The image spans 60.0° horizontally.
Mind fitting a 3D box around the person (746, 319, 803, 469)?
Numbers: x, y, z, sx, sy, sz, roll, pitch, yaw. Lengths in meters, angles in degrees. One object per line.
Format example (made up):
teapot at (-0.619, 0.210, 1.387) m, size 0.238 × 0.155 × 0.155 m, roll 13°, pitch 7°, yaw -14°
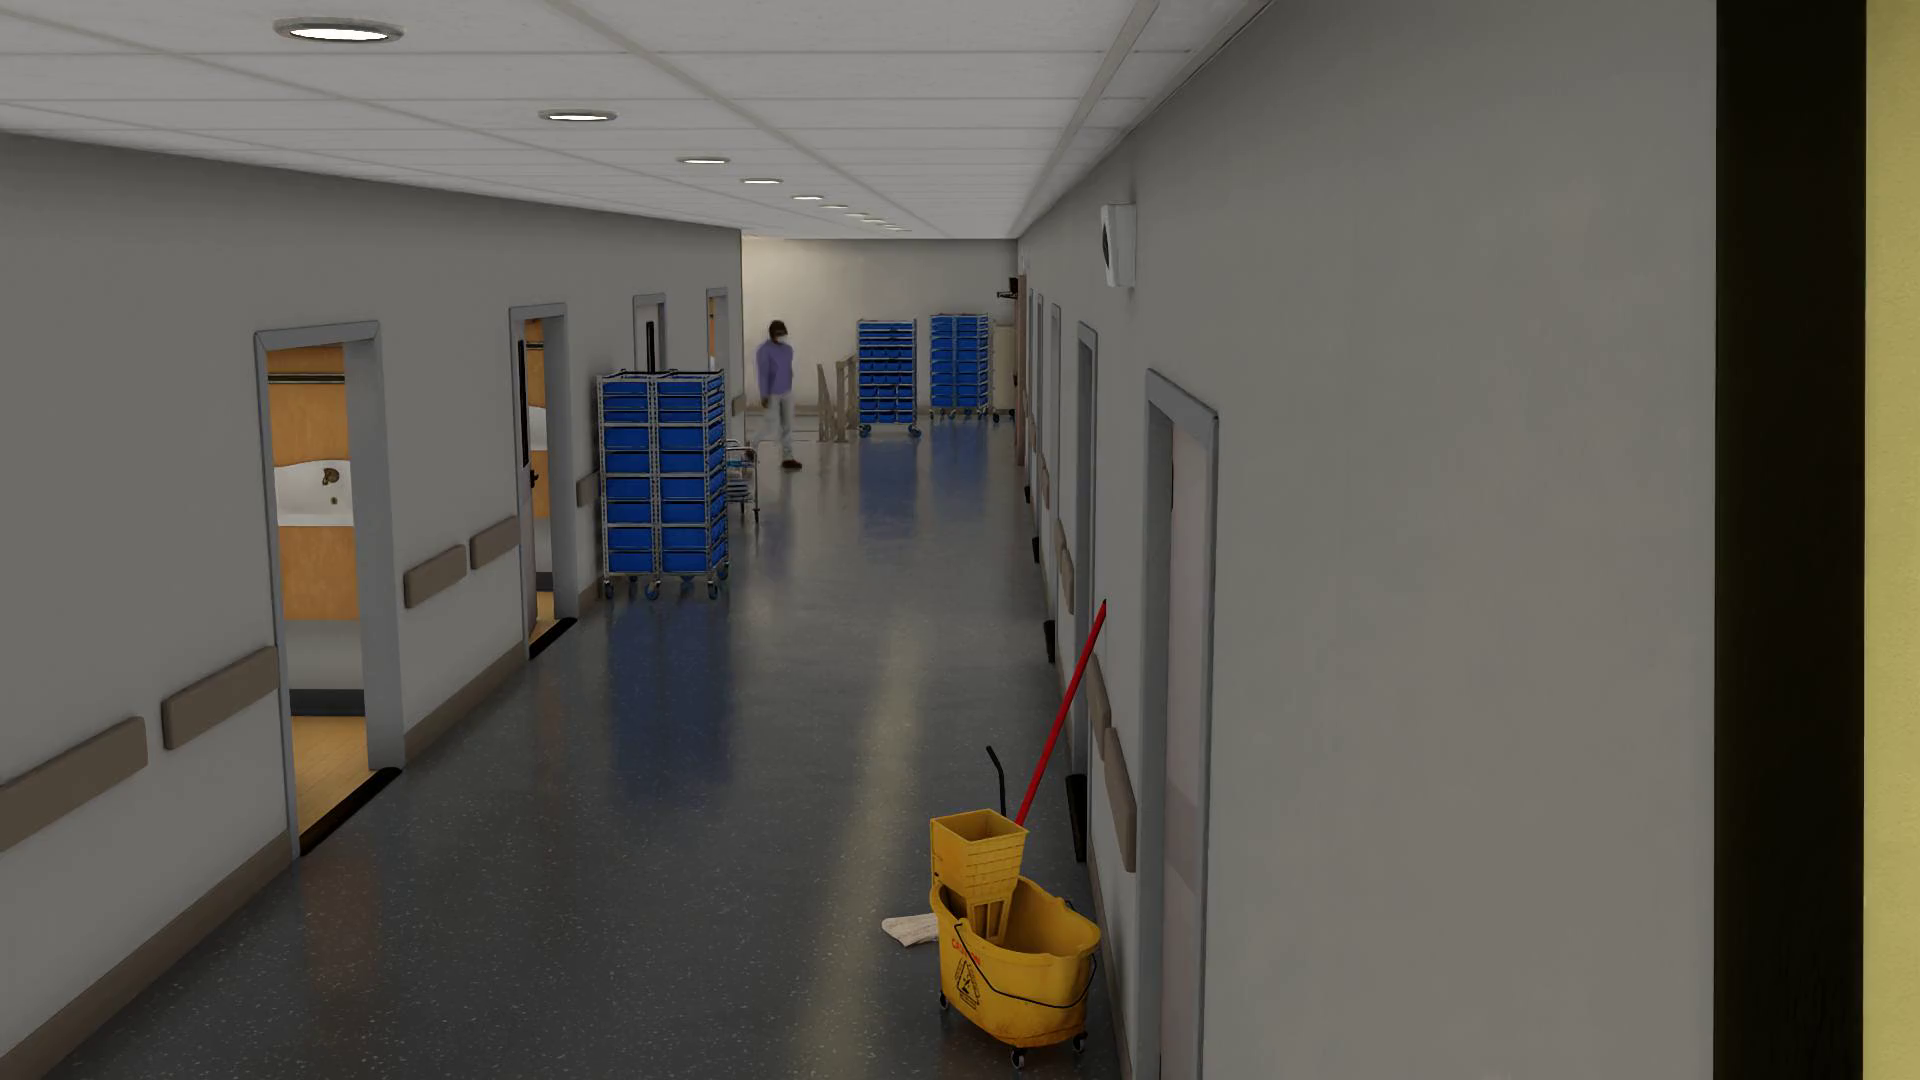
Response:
person at (-2.390, -1.853, 21.163) m, size 0.685 × 1.908 × 0.662 m, roll 7°, pitch 12°, yaw 37°
